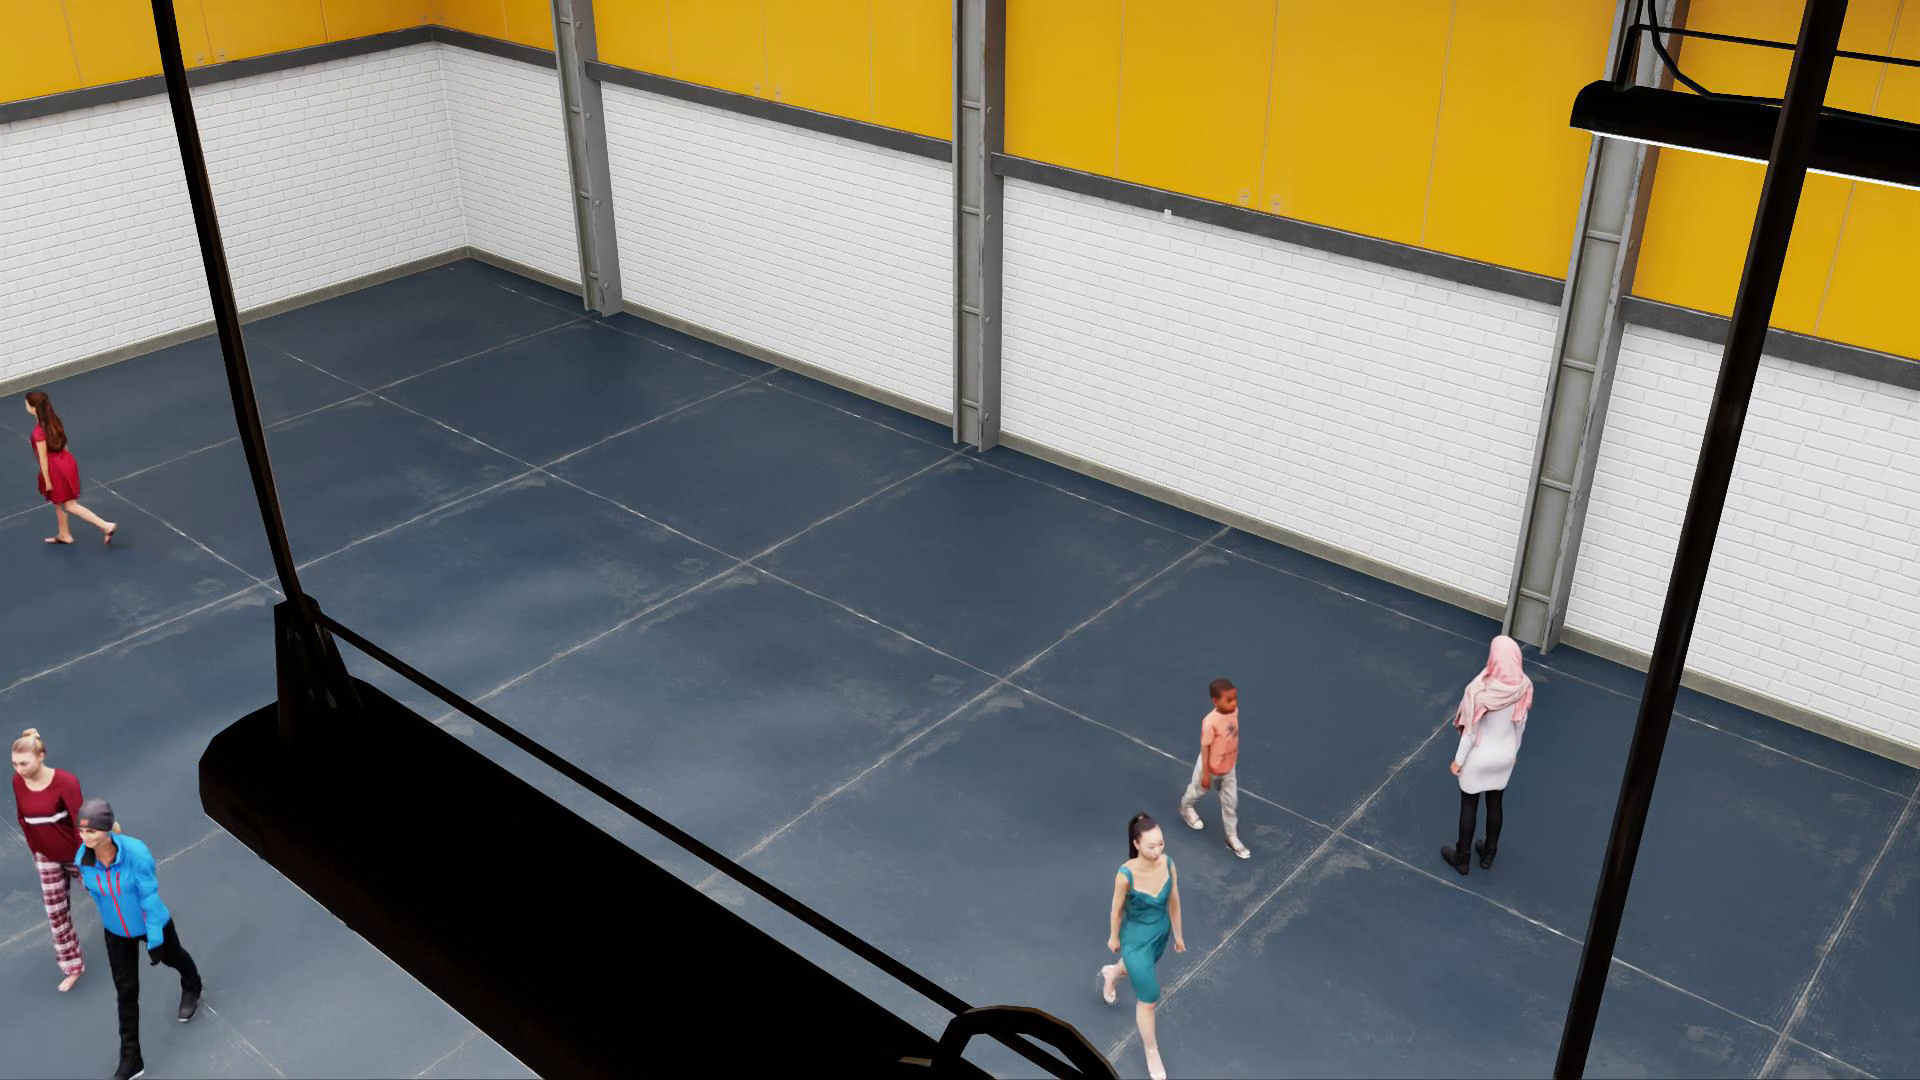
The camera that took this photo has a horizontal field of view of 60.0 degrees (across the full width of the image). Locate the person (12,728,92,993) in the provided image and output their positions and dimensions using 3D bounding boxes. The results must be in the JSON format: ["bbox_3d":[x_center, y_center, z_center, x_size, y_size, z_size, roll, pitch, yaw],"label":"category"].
[{"bbox_3d":[-5.456,1.879,10.247,1.053,1.658,1.081,-1,29,-2],"label":"person"}]

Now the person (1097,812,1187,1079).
[{"bbox_3d":[1.024,2.251,9.573,0.833,1.649,1.104,-14,31,-23],"label":"person"}]

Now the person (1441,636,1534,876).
[{"bbox_3d":[3.476,1.418,10.938,0.740,1.804,0.782,-6,29,-10],"label":"person"}]

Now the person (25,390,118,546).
[{"bbox_3d":[-8.050,-0.624,14.965,1.013,1.533,0.906,0,29,0],"label":"person"}]

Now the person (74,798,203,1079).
[{"bbox_3d":[-4.681,2.185,9.587,1.163,1.752,1.120,2,29,4],"label":"person"}]

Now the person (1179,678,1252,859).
[{"bbox_3d":[1.701,1.493,11.347,0.682,1.282,0.964,-17,33,-28],"label":"person"}]
